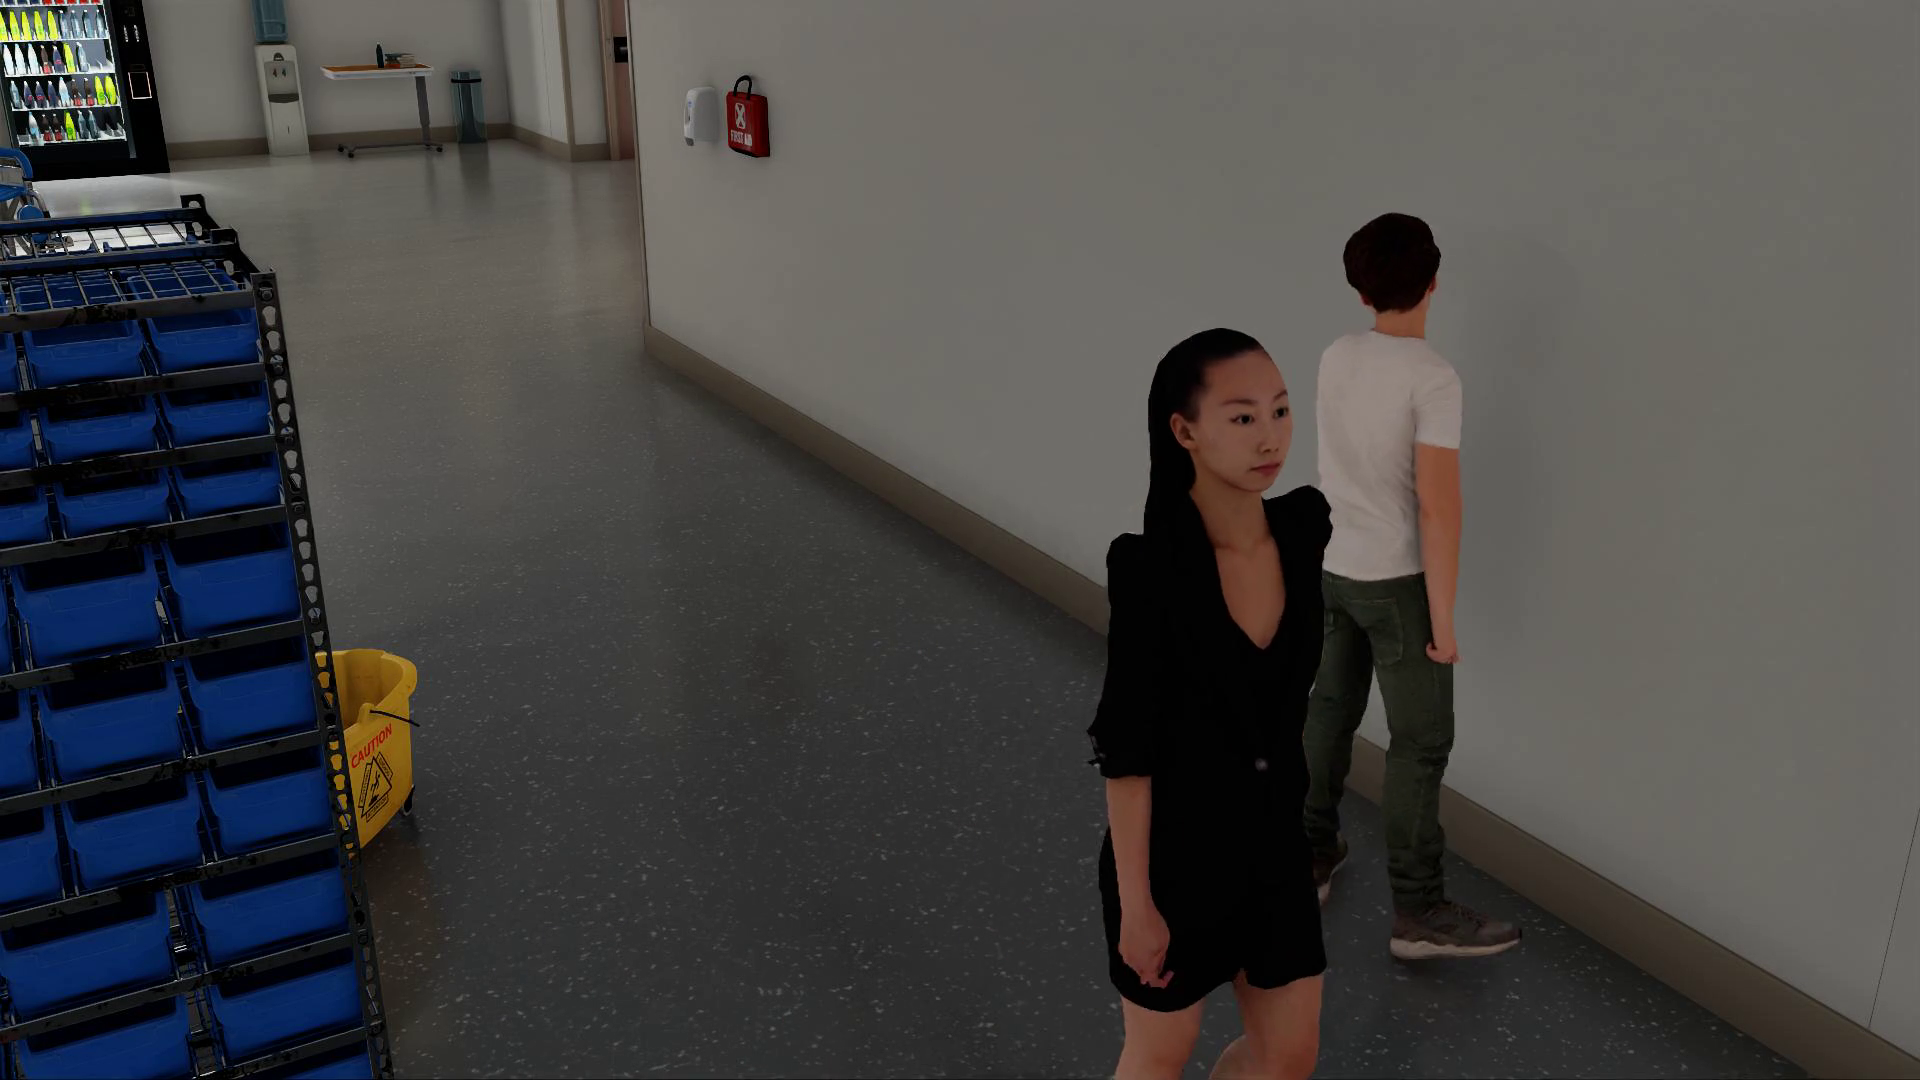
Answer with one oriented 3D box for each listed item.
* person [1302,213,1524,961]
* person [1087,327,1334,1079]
[{"bbox_3d":[0.938,0.119,3.707,0.507,1.635,0.825,-7,22,-17],"label":"person"},{"bbox_3d":[0.338,0.486,2.665,0.530,1.685,0.670,-10,23,-25],"label":"person"}]
